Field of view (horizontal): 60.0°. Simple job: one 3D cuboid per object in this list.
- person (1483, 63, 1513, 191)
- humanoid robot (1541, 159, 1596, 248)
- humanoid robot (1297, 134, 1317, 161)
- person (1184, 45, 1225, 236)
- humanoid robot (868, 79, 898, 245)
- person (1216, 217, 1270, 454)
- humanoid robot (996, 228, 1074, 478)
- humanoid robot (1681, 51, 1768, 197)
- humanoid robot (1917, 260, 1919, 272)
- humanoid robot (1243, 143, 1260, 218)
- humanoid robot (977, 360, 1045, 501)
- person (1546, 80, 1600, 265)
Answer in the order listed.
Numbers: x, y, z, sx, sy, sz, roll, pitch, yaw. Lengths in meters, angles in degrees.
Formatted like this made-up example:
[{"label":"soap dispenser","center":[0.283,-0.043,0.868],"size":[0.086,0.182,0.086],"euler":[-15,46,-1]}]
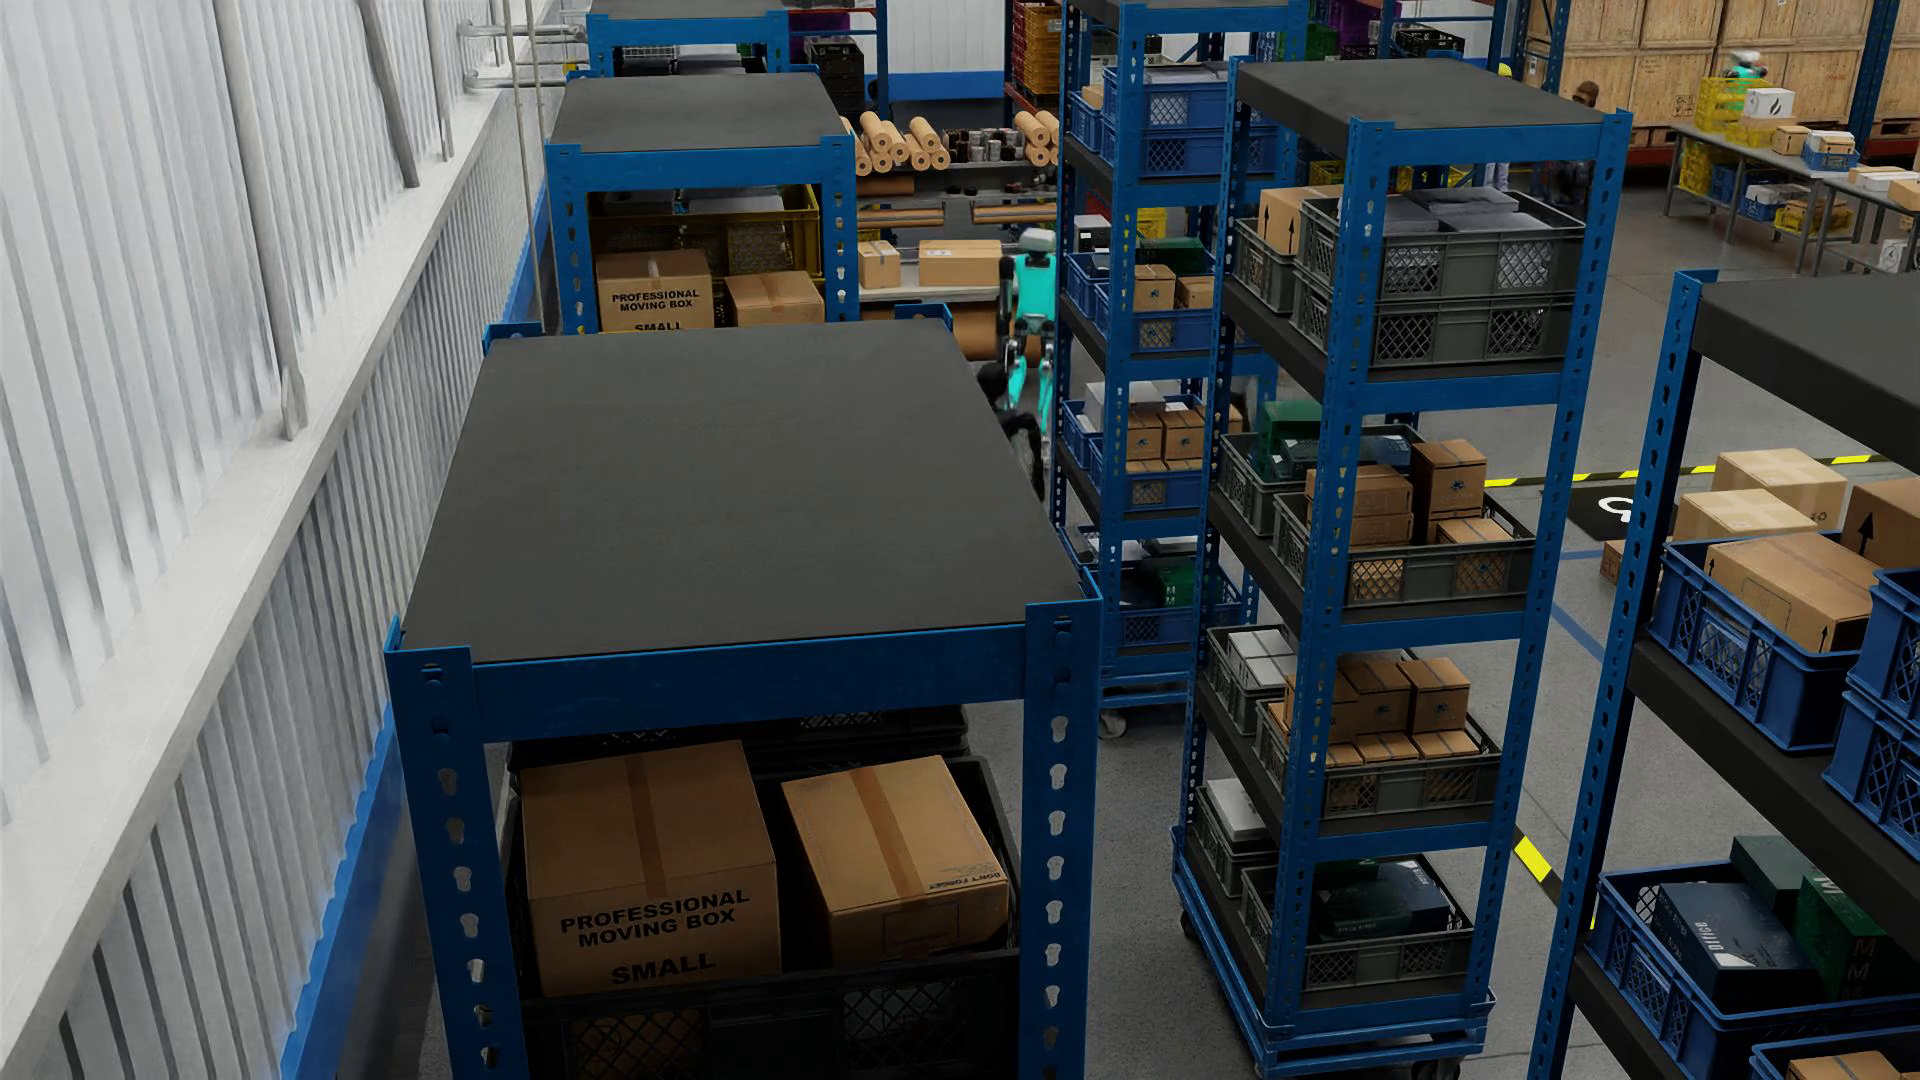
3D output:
[{"label":"person","center":[5.549,-4.052,17.316],"size":[0.528,1.765,0.324],"euler":[-12,27,-24]},{"label":"humanoid robot","center":[5.404,-2.855,14.821],"size":[0.609,1.649,0.330],"euler":[-11,27,-22]},{"label":"humanoid robot","center":[3.839,-4.444,18.359],"size":[0.788,1.644,0.610],"euler":[-1,25,-2]},{"label":"person","center":[2.566,-4.153,17.216],"size":[0.606,2.041,0.392],"euler":[-3,25,-7]},{"label":"humanoid robot","center":[-0.802,-3.859,16.989],"size":[0.315,1.653,0.599],"euler":[1,25,3]},{"label":"person","center":[1.836,-1.250,11.137],"size":[0.428,1.837,0.592],"euler":[-4,25,-9]},{"label":"humanoid robot","center":[0.475,-1.147,11.017],"size":[0.537,1.729,1.001],"euler":[4,25,9]},{"label":"humanoid robot","center":[8.395,-4.554,18.421],"size":[0.543,1.728,0.948],"euler":[-11,27,-22]},{"label":"humanoid robot","center":[6.522,-1.080,10.930],"size":[0.542,1.801,0.824],"euler":[5,25,11]},{"label":"humanoid robot","center":[3.003,-3.785,16.894],"size":[0.617,1.636,0.713],"euler":[1,25,3]},{"label":"humanoid robot","center":[0.182,-0.173,9.035],"size":[0.587,1.651,0.419],"euler":[2,25,4]},{"label":"person","center":[5.961,-3.497,16.033],"size":[0.354,1.834,0.522],"euler":[-4,25,-9]}]
